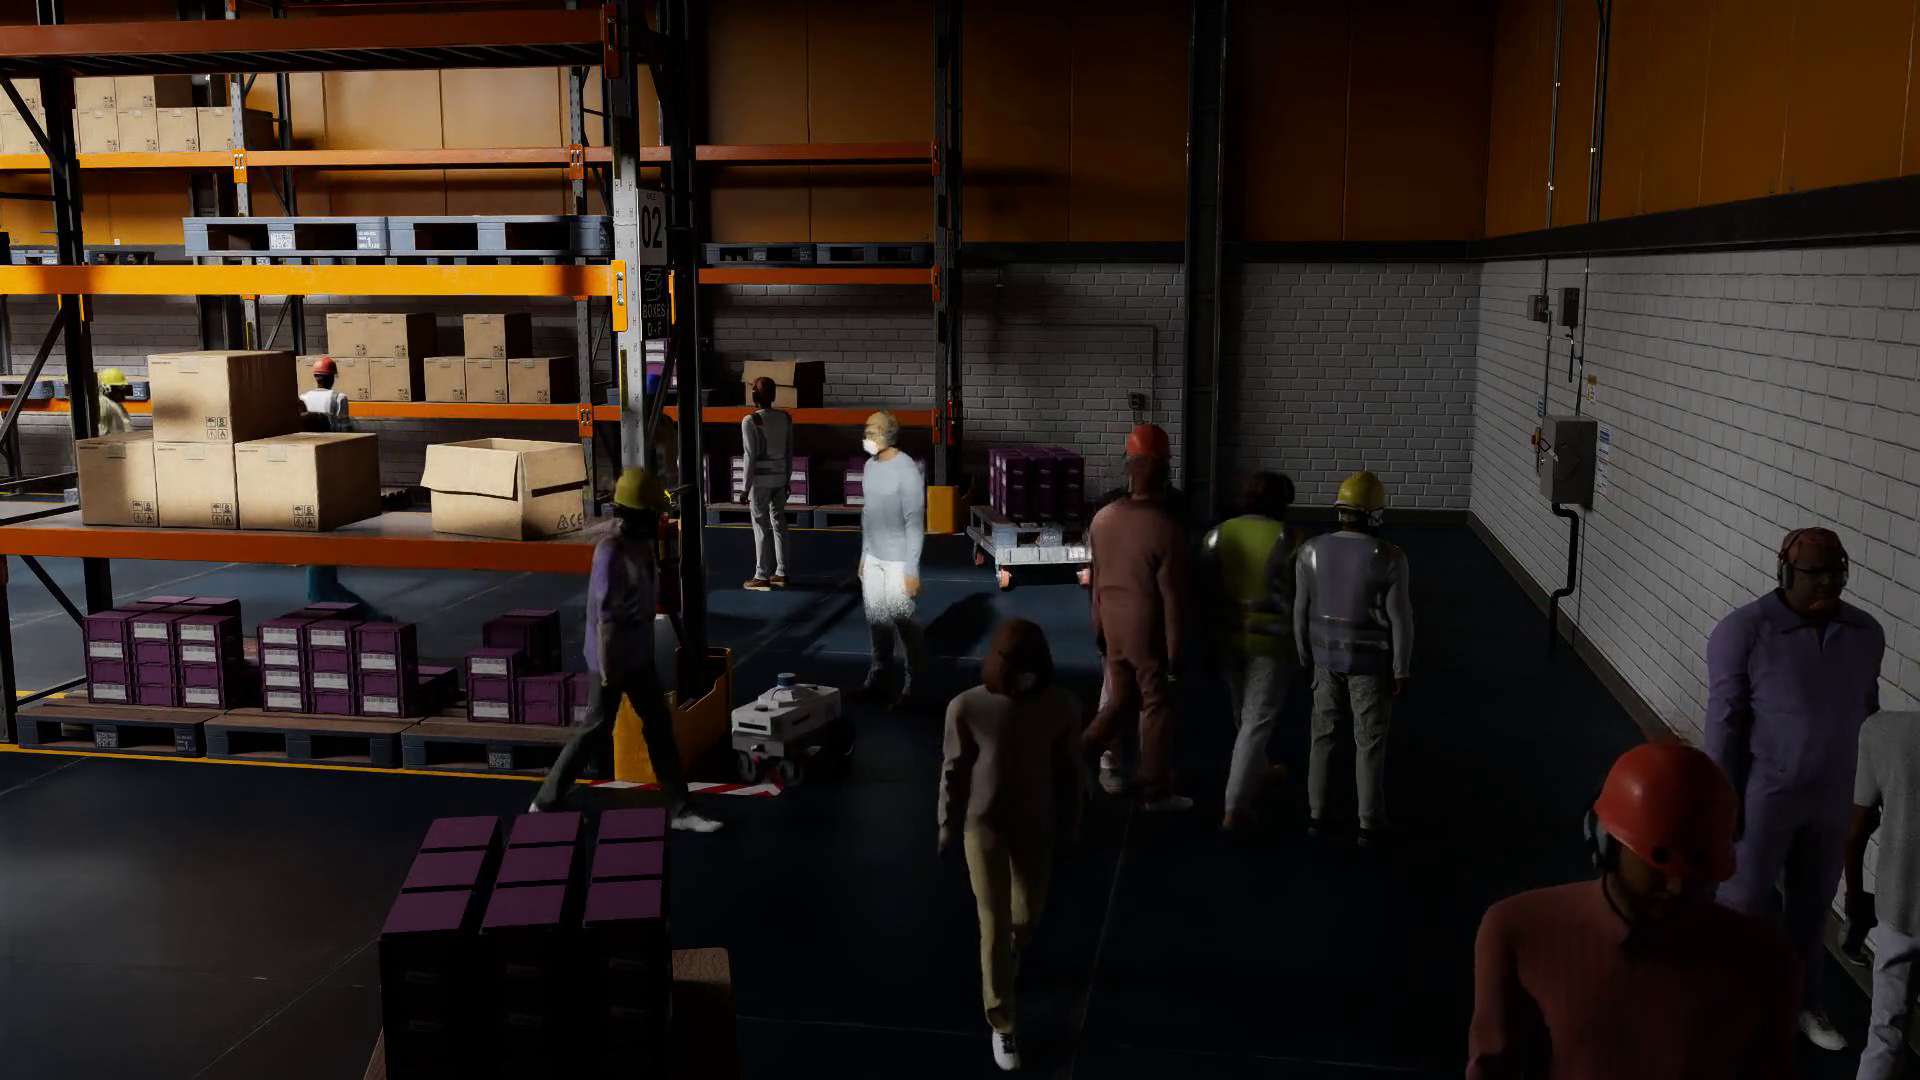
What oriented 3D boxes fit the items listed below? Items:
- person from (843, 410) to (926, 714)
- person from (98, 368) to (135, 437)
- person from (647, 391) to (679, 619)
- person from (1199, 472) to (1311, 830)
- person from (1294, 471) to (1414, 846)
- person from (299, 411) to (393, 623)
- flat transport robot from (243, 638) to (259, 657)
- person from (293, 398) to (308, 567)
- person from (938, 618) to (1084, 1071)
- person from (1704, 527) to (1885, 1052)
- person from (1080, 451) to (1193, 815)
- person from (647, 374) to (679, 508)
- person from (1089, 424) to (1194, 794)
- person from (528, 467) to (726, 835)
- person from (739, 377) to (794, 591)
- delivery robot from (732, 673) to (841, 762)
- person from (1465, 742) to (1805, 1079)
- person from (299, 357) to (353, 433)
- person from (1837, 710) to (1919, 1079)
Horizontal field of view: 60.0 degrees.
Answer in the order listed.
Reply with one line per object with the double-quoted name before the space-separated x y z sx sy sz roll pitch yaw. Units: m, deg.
"person" -0.458 0.141 10.600 0.446 1.928 0.661 -5 11 -30
"person" -8.856 -0.885 17.303 0.699 1.813 0.599 -2 9 -10
"person" -2.498 -0.283 13.458 0.429 1.841 0.633 2 9 12
"person" 1.549 0.541 8.537 0.616 1.785 0.924 8 12 42
"person" 1.935 0.577 8.148 0.600 1.831 0.404 7 11 37
"person" -4.439 -0.009 11.786 0.615 1.830 0.588 -1 9 -6
"flat transport robot" -4.699 0.832 11.395 1.431 0.197 0.652 2 9 11
"person" -6.578 -0.756 15.772 0.837 2.000 0.533 4 10 25
"person" 0.171 1.029 6.085 0.515 1.601 0.725 -2 9 -10
"person" 2.986 0.896 5.939 0.655 1.906 0.407 -1 9 -5
"person" 0.875 0.496 8.495 0.625 1.890 0.669 -7 12 -38
"person" -2.590 -0.429 14.040 0.398 1.943 0.616 5 10 27
"person" 0.991 0.366 8.957 0.623 1.992 0.396 -4 10 -24
"person" -1.698 0.555 8.213 0.984 1.868 0.644 2 9 11
"person" -1.705 -0.494 14.644 0.342 1.879 0.586 7 12 39
"delivery robot" -0.964 0.985 9.279 0.477 0.478 0.707 5 10 26
"person" 1.265 1.325 3.182 0.606 1.928 1.036 4 10 24
"person" -6.425 -0.893 16.938 0.542 1.939 0.361 1 9 6
"person" 2.765 1.114 4.706 0.309 1.868 0.534 -7 11 -36
